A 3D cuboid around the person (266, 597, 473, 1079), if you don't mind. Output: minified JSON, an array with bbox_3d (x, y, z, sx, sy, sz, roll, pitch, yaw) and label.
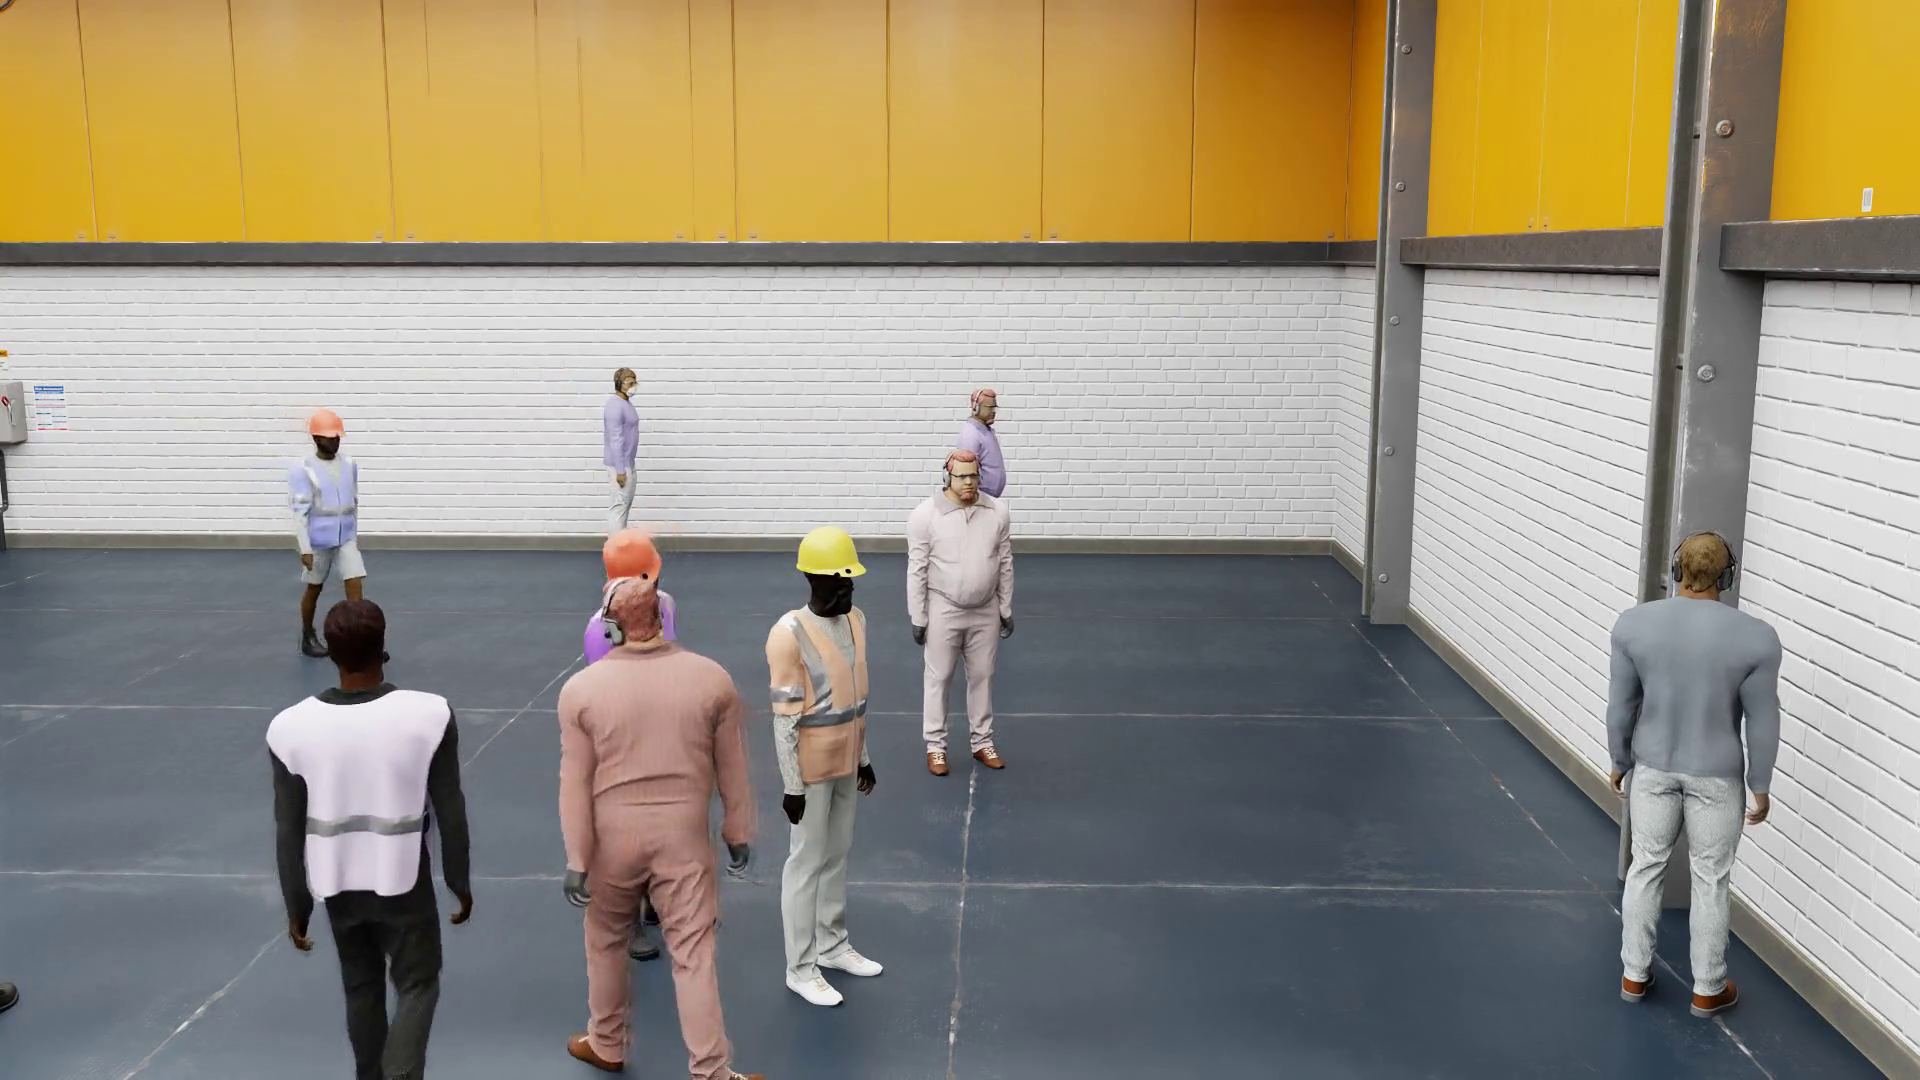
[{"bbox_3d":[-1.924,1.132,5.444,0.597,1.901,0.797,-1,10,-6],"label":"person"}]

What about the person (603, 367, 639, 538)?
[{"bbox_3d":[-3.238,-0.694,16.015,0.375,1.936,0.627,0,10,-1],"label":"person"}]

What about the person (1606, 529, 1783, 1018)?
[{"bbox_3d":[2.882,0.915,6.577,0.636,1.939,0.364,7,12,35],"label":"person"}]

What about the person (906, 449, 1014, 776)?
[{"bbox_3d":[0.016,0.415,9.632,0.647,1.902,0.399,-4,10,-22],"label":"person"}]

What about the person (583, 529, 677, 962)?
[{"bbox_3d":[-1.324,0.845,7.193,0.362,1.885,0.789,3,10,16],"label":"person"}]

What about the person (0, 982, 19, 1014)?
[{"bbox_3d":[-4.002,0.947,6.414,0.543,1.933,0.363,-2,10,-11],"label":"person"}]

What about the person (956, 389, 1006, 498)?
[{"bbox_3d":[0.185,-0.302,13.814,0.399,1.905,0.642,2,10,11],"label":"person"}]

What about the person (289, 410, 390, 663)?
[{"bbox_3d":[-4.610,-0.014,12.191,1.014,1.881,0.570,8,12,38],"label":"person"}]

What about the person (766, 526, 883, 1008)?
[{"bbox_3d":[-0.534,0.894,6.735,0.369,1.927,0.588,5,11,27],"label":"person"}]

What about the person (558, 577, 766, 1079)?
[{"bbox_3d":[-1.075,1.069,5.948,0.686,1.860,0.693,-3,10,-18],"label":"person"}]
